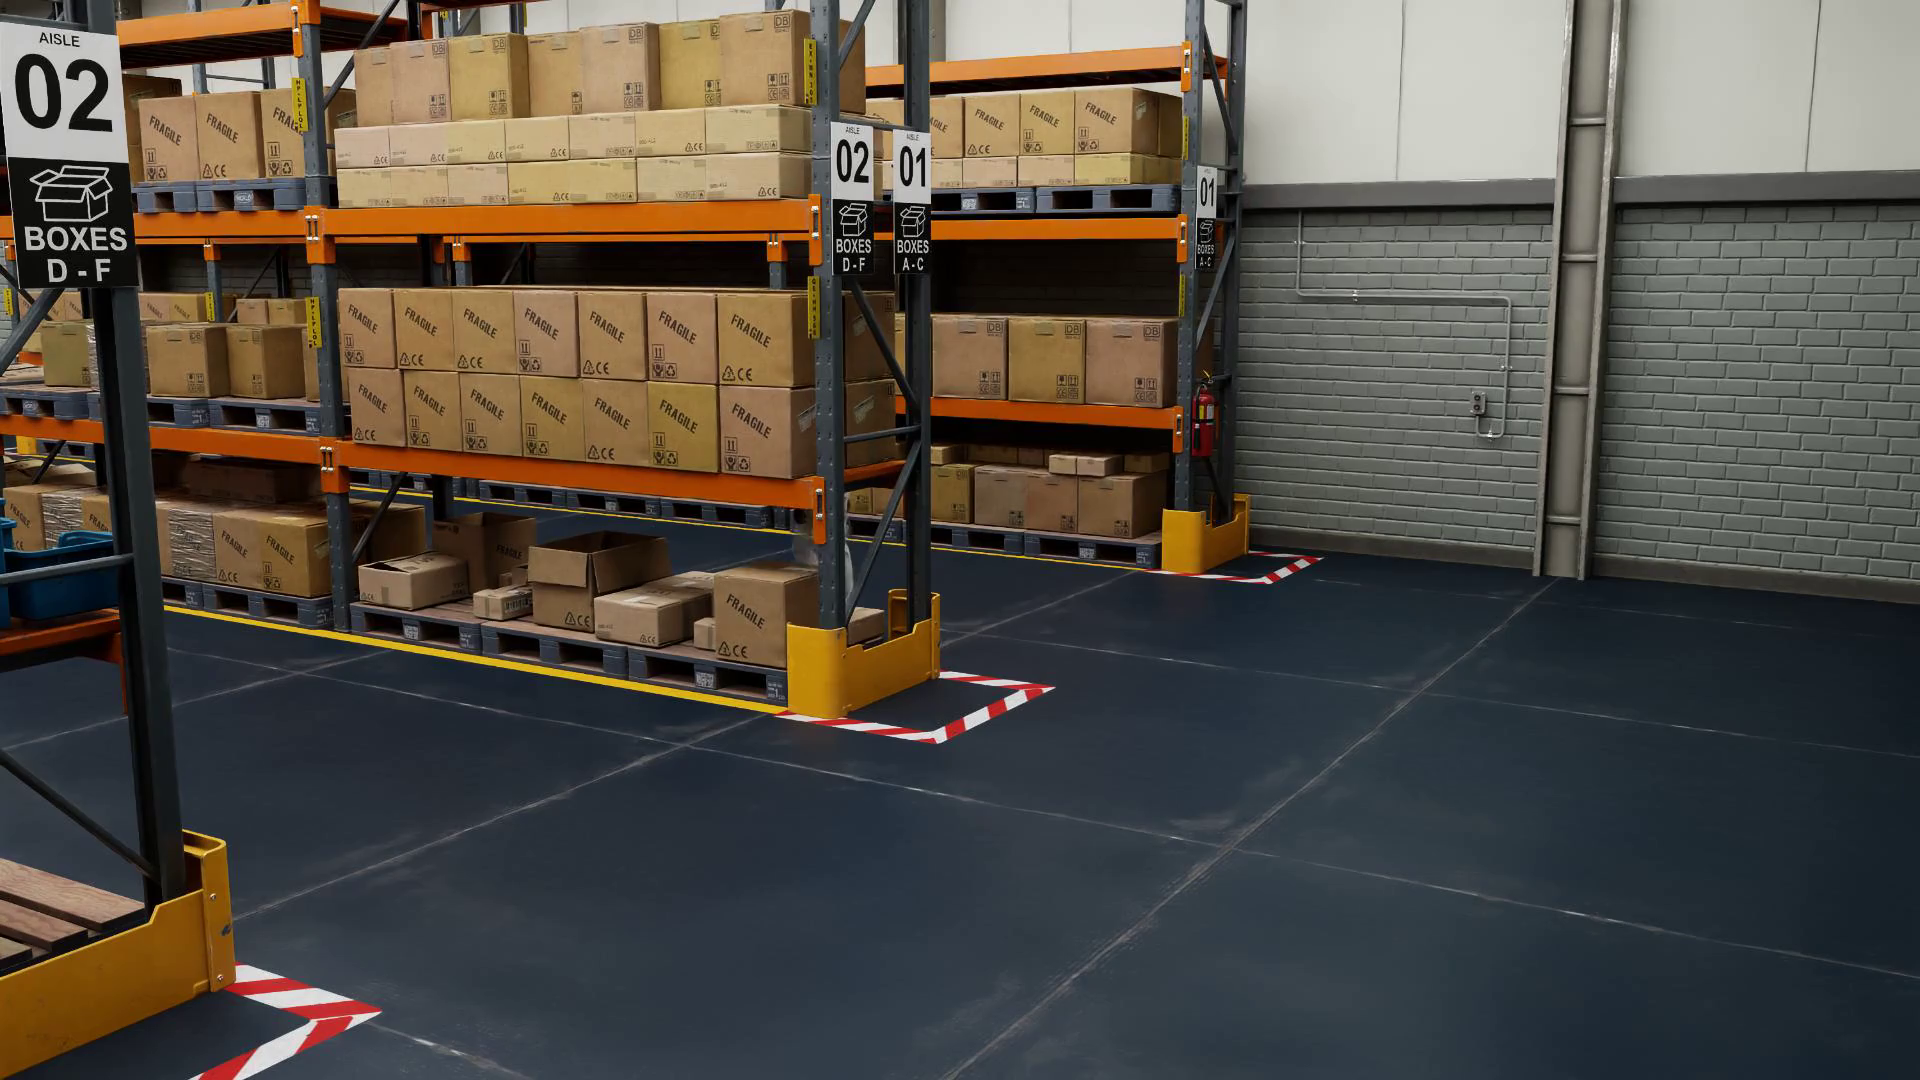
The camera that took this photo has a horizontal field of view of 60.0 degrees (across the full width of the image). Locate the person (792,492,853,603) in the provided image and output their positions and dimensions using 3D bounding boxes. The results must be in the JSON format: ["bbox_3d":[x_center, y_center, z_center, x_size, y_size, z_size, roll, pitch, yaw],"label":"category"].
[{"bbox_3d":[-0.942,-0.310,11.326,0.426,1.860,0.590,6,11,30],"label":"person"}]
